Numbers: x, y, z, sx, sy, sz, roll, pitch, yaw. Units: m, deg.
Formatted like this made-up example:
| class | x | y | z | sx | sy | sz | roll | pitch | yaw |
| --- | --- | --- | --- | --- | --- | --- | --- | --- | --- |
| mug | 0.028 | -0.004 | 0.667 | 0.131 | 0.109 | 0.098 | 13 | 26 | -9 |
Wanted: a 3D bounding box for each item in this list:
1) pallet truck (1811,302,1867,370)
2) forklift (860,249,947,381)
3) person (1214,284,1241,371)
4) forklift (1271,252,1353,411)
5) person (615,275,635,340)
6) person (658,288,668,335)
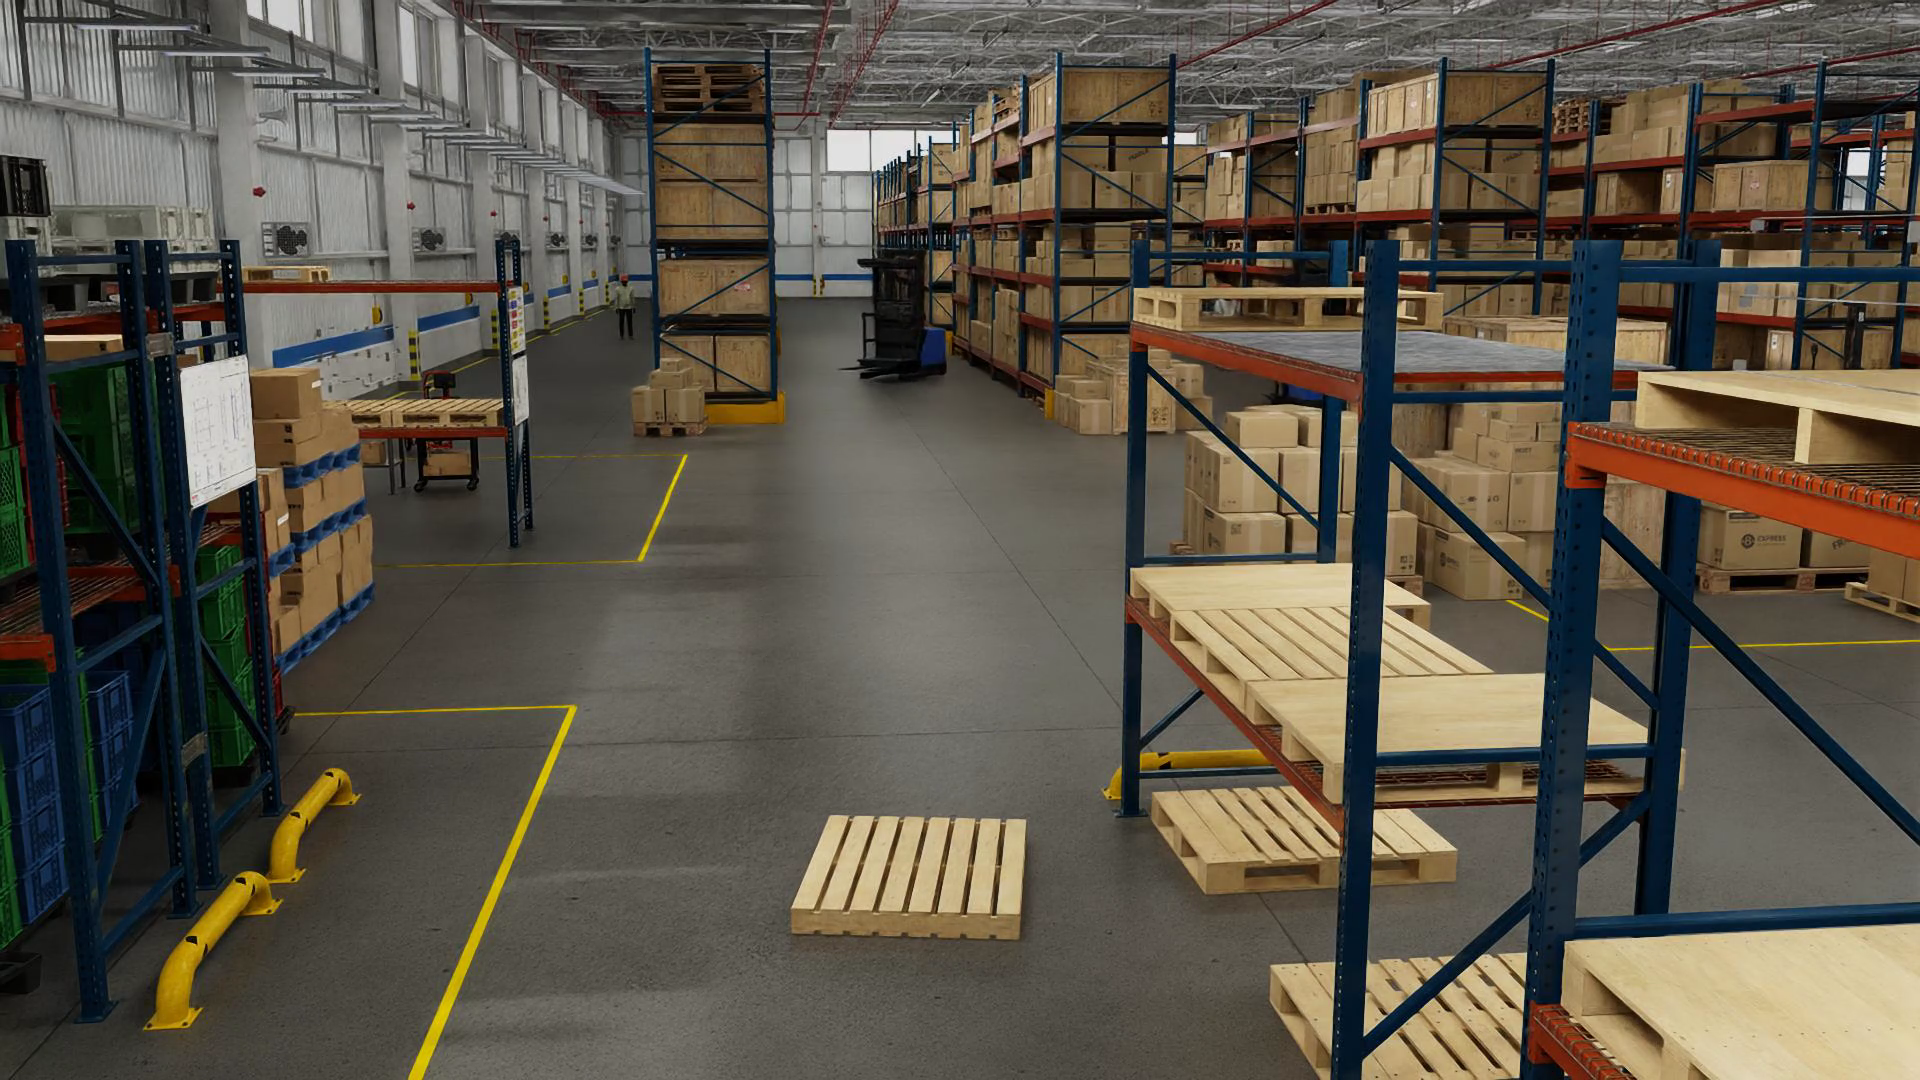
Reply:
| class | x | y | z | sx | sy | sz | roll | pitch | yaw |
| --- | --- | --- | --- | --- | --- | --- | --- | --- | --- |
| pallet truck | 15.846 | -3.142 | 28.793 | 1.885 | 1.965 | 0.823 | 2 | 10 | 12 |
| forklift | -1.196 | -4.953 | 36.378 | 1.129 | 2.768 | 1.873 | 6 | 12 | 32 |
| person | 6.199 | -4.907 | 38.483 | 0.603 | 2.028 | 0.433 | -1 | 10 | -5 |
| forklift | 6.301 | -3.628 | 29.034 | 1.129 | 2.768 | 1.873 | -1 | 10 | -6 |
| person | -10.213 | -7.090 | 50.716 | 0.625 | 1.990 | 0.400 | -5 | 12 | -27 |
| person | -9.121 | -7.135 | 51.215 | 0.606 | 1.896 | 0.723 | -4 | 11 | -22 |
